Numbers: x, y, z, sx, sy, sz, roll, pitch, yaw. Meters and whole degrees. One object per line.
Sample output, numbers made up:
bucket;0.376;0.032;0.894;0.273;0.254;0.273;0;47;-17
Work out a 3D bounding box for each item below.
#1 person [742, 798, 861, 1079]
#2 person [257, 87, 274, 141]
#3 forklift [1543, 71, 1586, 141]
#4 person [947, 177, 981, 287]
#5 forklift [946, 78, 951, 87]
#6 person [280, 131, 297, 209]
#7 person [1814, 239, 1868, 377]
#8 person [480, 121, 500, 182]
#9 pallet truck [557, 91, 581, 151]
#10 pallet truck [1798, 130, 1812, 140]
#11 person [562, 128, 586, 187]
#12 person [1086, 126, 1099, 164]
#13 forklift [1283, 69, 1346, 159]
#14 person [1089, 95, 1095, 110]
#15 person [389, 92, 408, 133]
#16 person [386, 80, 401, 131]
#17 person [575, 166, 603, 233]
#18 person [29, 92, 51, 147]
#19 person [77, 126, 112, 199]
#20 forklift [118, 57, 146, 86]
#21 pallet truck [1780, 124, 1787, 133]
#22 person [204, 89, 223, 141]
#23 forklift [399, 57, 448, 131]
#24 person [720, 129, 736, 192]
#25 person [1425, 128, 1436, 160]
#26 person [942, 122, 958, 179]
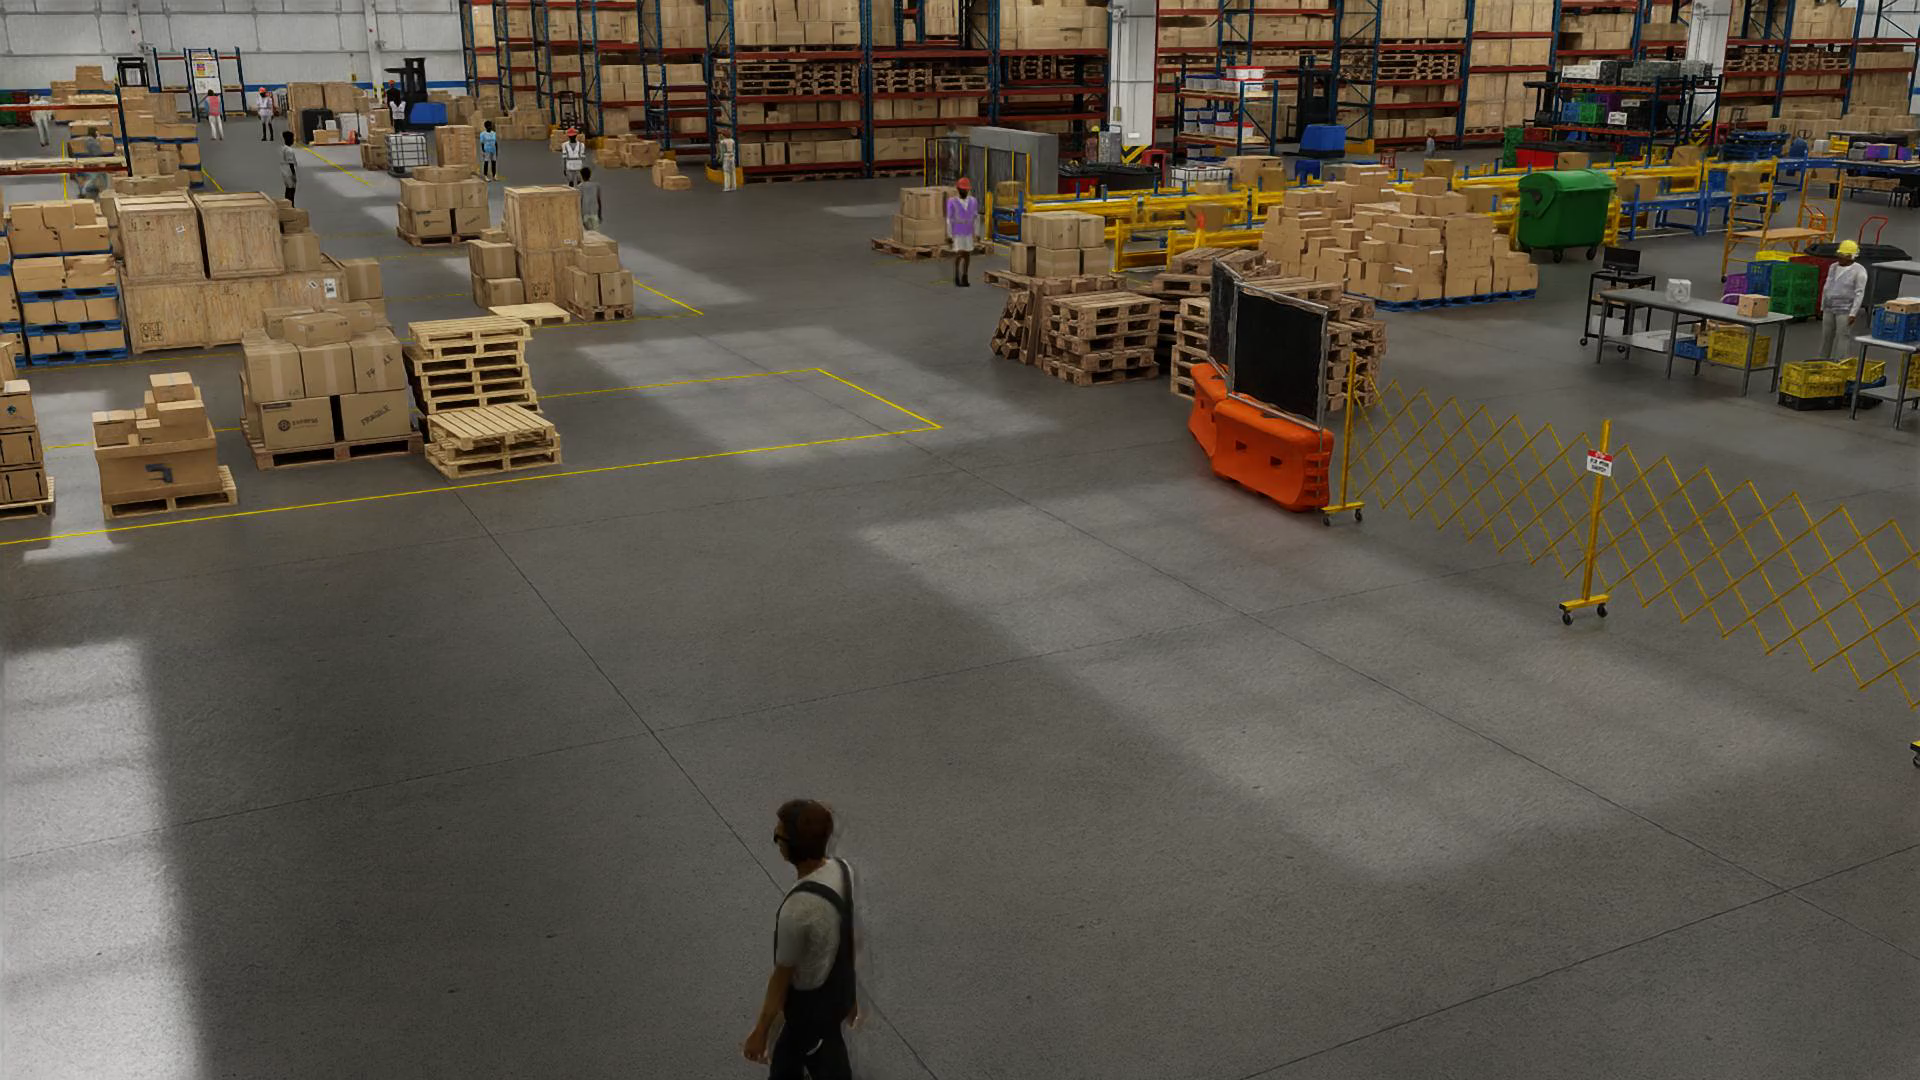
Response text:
person;-0.574;1.880;6.718;0.959;1.806;0.511;4;18;13
person;-25.560;-15.670;61.211;0.547;1.934;0.376;-1;18;-3
forklift;18.685;-13.231;52.085;1.873;2.768;1.129;-9;20;-26
person;0.077;-5.386;29.184;0.556;1.919;0.527;-8;19;-23
forklift;-0.506;-13.373;52.526;1.873;2.768;1.129;-9;20;-26
person;-15.911;-8.713;39.495;0.383;1.957;0.606;-13;22;-34
person;11.676;-3.076;22.110;0.404;1.835;0.592;-7;19;-20
person;-13.291;-10.980;46.990;0.322;1.691;0.533;15;23;39
pallet truck;-13.495;-14.412;57.188;0.823;1.965;1.885;-3;18;-9
pallet truck;25.526;-11.556;49.408;1.630;1.274;0.653;-9;20;-26
person;-9.463;-9.131;40.819;0.551;1.936;0.359;-3;18;-9
person;3.535;-9.980;43.747;0.525;1.769;0.310;15;23;39
forklift;11.615;-13.871;54.079;1.129;2.768;1.873;-9;20;-27
person;4.869;-16.610;63.997;0.630;2.026;0.486;-3;18;-10
person;-19.658;-14.717;58.286;0.594;1.911;0.386;-6;19;-18
person;-22.449;-17.236;65.995;0.379;1.996;0.611;15;23;39
person;-7.102;-6.255;32.000;0.527;1.852;0.624;-8;19;-23
person;-32.571;-14.914;58.931;0.637;1.903;0.996;-9;20;-26
person;-21.904;-9.506;42.065;0.974;1.911;0.634;-9;20;-25
forklift;-33.164;-17.981;66.893;1.129;2.768;1.873;-9;20;-26
pallet truck;25.206;-12.542;52.601;1.601;1.201;0.680;0;18;-2
person;-27.610;-15.723;61.530;0.429;1.839;0.634;14;23;38
forklift;-21.553;-17.740;66.141;1.873;2.768;1.129;6;19;17
person;-6.199;-10.131;44.414;0.312;1.642;0.512;15;23;38
person;12.697;-10.297;44.947;0.289;1.633;0.498;3;18;10
person;-0.298;-11.116;47.551;0.783;1.606;0.529;-9;20;-25
